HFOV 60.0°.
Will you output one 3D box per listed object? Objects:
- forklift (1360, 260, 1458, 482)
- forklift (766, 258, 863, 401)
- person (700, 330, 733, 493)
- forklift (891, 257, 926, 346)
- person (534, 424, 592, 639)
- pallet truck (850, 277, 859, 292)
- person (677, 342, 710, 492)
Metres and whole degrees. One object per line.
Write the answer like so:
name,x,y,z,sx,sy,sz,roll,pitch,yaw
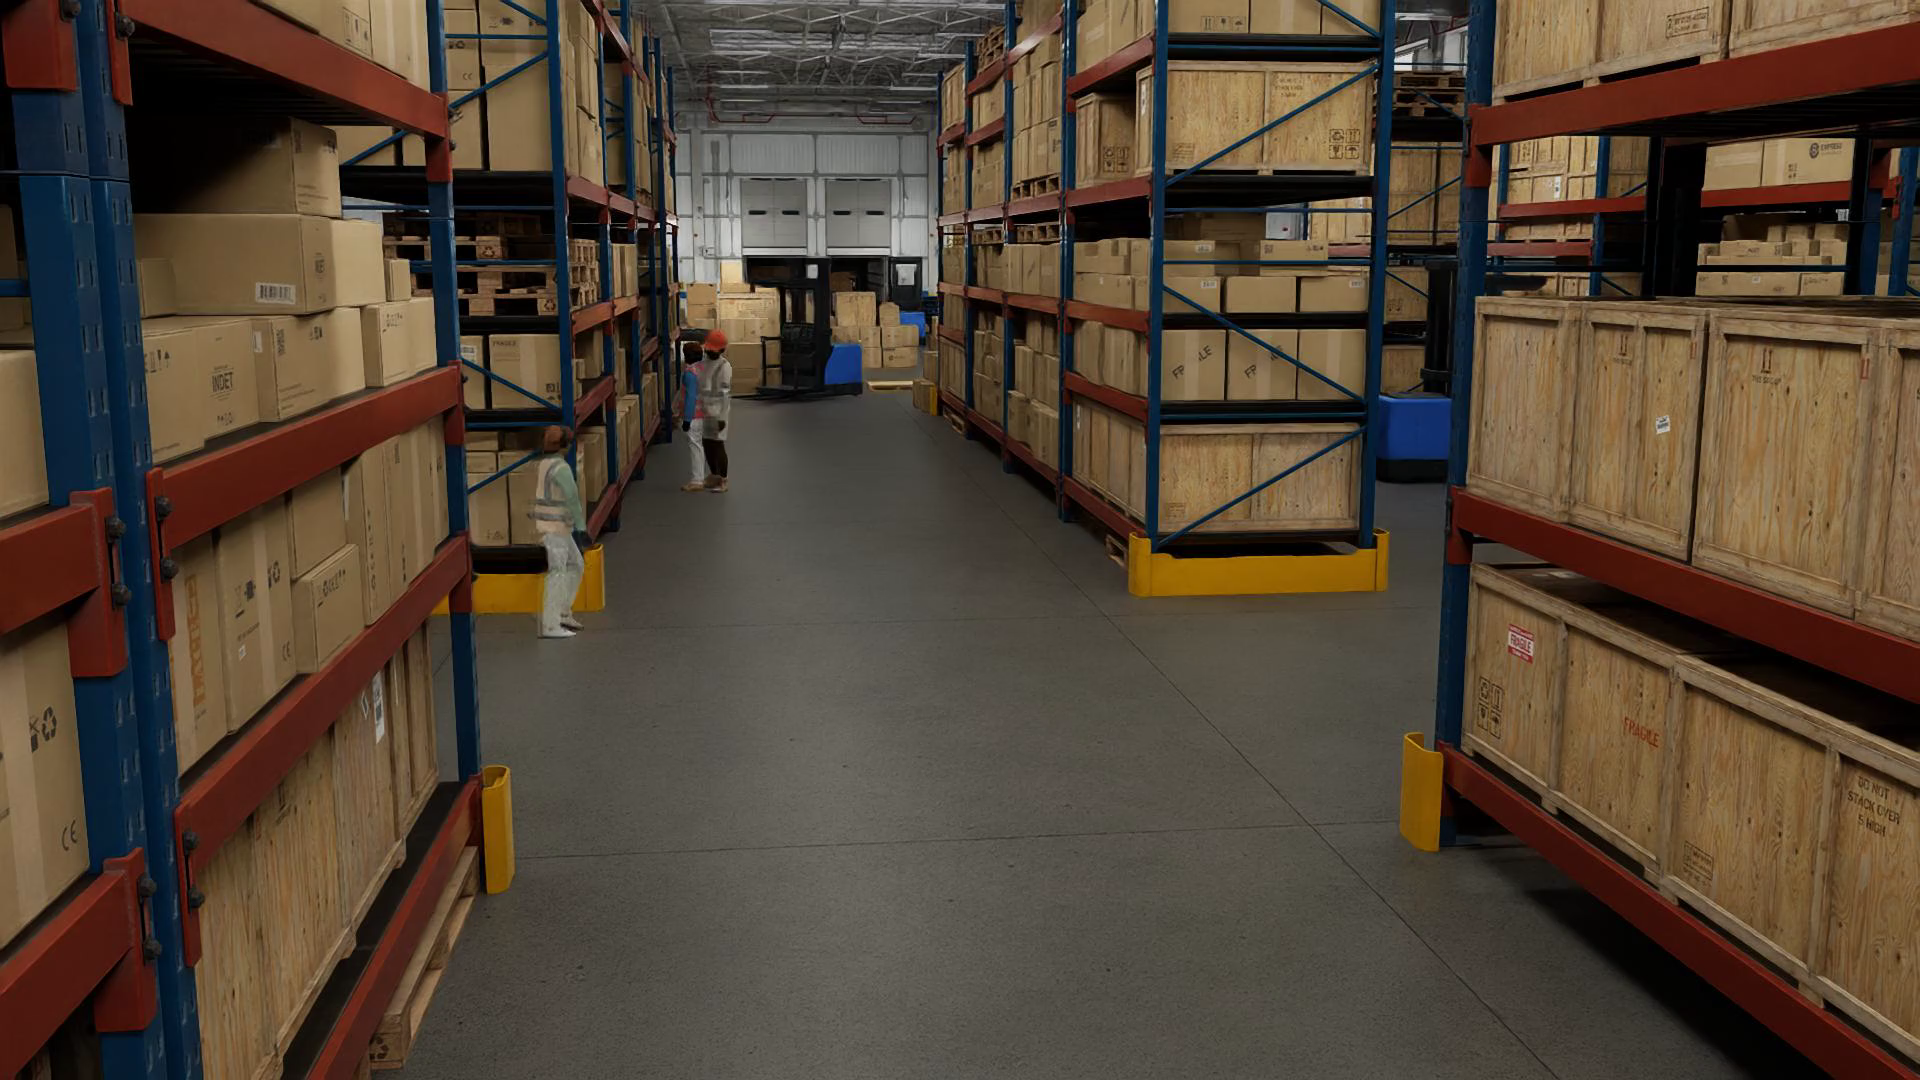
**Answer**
forklift,6.258,-2.206,21.407,1.873,2.768,1.129,-1,10,-7
forklift,-2.961,-4.255,33.337,1.873,2.768,1.129,-10,14,-44
person,-2.993,-1.552,20.195,0.403,2.003,0.700,-8,12,-37
forklift,-1.692,-7.555,52.548,1.129,2.768,1.873,-1,10,-7
person,-2.991,-0.059,12.593,0.486,1.618,0.560,-4,11,-24
pallet truck,-3.782,-9.391,65.808,1.885,1.965,0.823,2,10,10
person,-3.242,-1.511,20.401,0.429,1.838,0.622,3,10,15
